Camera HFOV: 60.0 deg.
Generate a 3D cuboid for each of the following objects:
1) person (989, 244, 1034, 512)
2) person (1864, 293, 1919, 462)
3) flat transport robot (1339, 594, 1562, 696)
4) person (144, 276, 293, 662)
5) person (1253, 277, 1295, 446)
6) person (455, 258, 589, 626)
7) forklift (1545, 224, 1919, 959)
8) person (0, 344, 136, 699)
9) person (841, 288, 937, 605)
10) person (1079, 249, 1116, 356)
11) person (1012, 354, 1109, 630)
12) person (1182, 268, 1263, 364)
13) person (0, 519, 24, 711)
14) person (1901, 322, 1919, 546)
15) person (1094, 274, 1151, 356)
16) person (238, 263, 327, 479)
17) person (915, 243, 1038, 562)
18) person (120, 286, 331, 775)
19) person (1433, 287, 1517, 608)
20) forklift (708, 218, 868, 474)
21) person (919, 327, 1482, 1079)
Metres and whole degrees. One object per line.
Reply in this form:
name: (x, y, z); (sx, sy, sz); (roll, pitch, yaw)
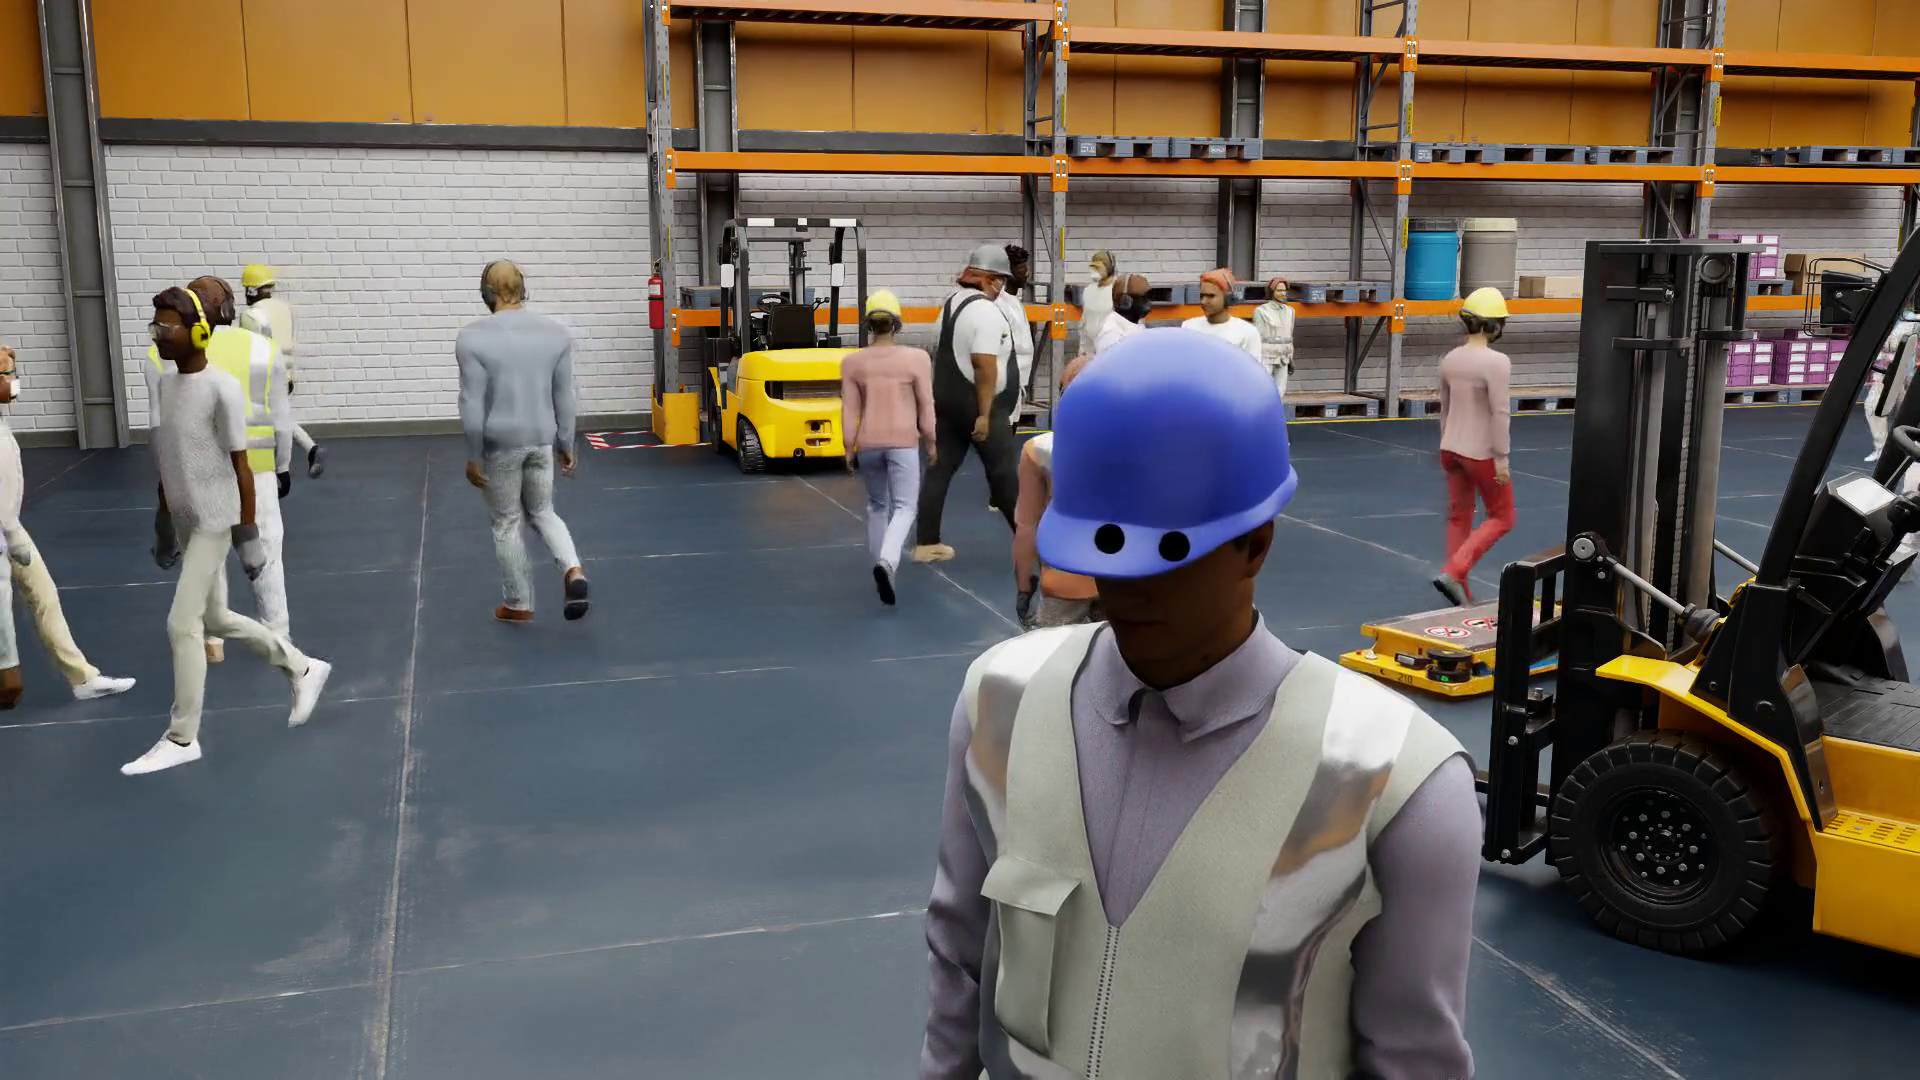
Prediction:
person: (0.363, -1.193, 12.317); (0.368, 1.966, 0.602); (2, 11, 12)
person: (8.259, -1.461, 14.705); (0.456, 1.620, 0.545); (-1, 10, -8)
flat transport robot: (2.526, 0.475, 7.823); (1.431, 0.197, 0.652); (-7, 12, -34)
person: (-3.519, -0.333, 7.959); (0.624, 1.841, 0.430); (-5, 11, -25)
person: (3.009, -1.698, 15.980); (0.517, 1.639, 0.314); (-7, 12, -33)
person: (-2.227, -0.470, 8.488); (0.628, 1.919, 0.646); (-10, 14, -43)
forklift: (2.909, 0.117, 4.508); (2.313, 2.155, 1.214); (9, 14, 40)
person: (-4.116, -0.045, 7.072); (0.907, 1.583, 0.500); (-3, 11, -16)
person: (-0.421, -0.521, 9.250); (0.531, 1.740, 0.736); (3, 11, 14)
person: (1.331, -1.582, 14.590); (0.784, 1.920, 0.635); (-5, 12, -27)
person: (0.449, 0.163, 5.804); (0.535, 1.621, 0.436); (-1, 10, -6)
person: (1.595, -0.727, 10.106); (0.926, 1.846, 0.555); (-9, 14, -40)
person: (-2.849, 0.276, 4.471); (0.611, 1.889, 0.490); (0, 10, 3)
person: (5.727, -0.692, 9.619); (1.030, 1.940, 0.630); (-6, 12, -29)
person: (1.032, -0.783, 10.551); (0.940, 1.801, 0.623); (3, 11, 15)
person: (-5.559, -1.328, 13.461); (0.675, 1.816, 0.603); (3, 11, 18)
person: (0.154, -0.876, 10.374); (1.023, 2.000, 0.707); (-6, 12, -29)
person: (-2.906, -0.067, 6.498); (0.524, 1.848, 0.848); (9, 14, 40)
person: (2.740, -0.458, 8.845); (0.381, 1.755, 0.542); (-4, 11, -21)
forklift: (-1.522, -1.778, 14.899); (1.214, 2.155, 2.313); (-3, 11, -17)
person: (0.212, 0.748, 1.755); (0.602, 1.938, 0.399); (6, 12, 32)
